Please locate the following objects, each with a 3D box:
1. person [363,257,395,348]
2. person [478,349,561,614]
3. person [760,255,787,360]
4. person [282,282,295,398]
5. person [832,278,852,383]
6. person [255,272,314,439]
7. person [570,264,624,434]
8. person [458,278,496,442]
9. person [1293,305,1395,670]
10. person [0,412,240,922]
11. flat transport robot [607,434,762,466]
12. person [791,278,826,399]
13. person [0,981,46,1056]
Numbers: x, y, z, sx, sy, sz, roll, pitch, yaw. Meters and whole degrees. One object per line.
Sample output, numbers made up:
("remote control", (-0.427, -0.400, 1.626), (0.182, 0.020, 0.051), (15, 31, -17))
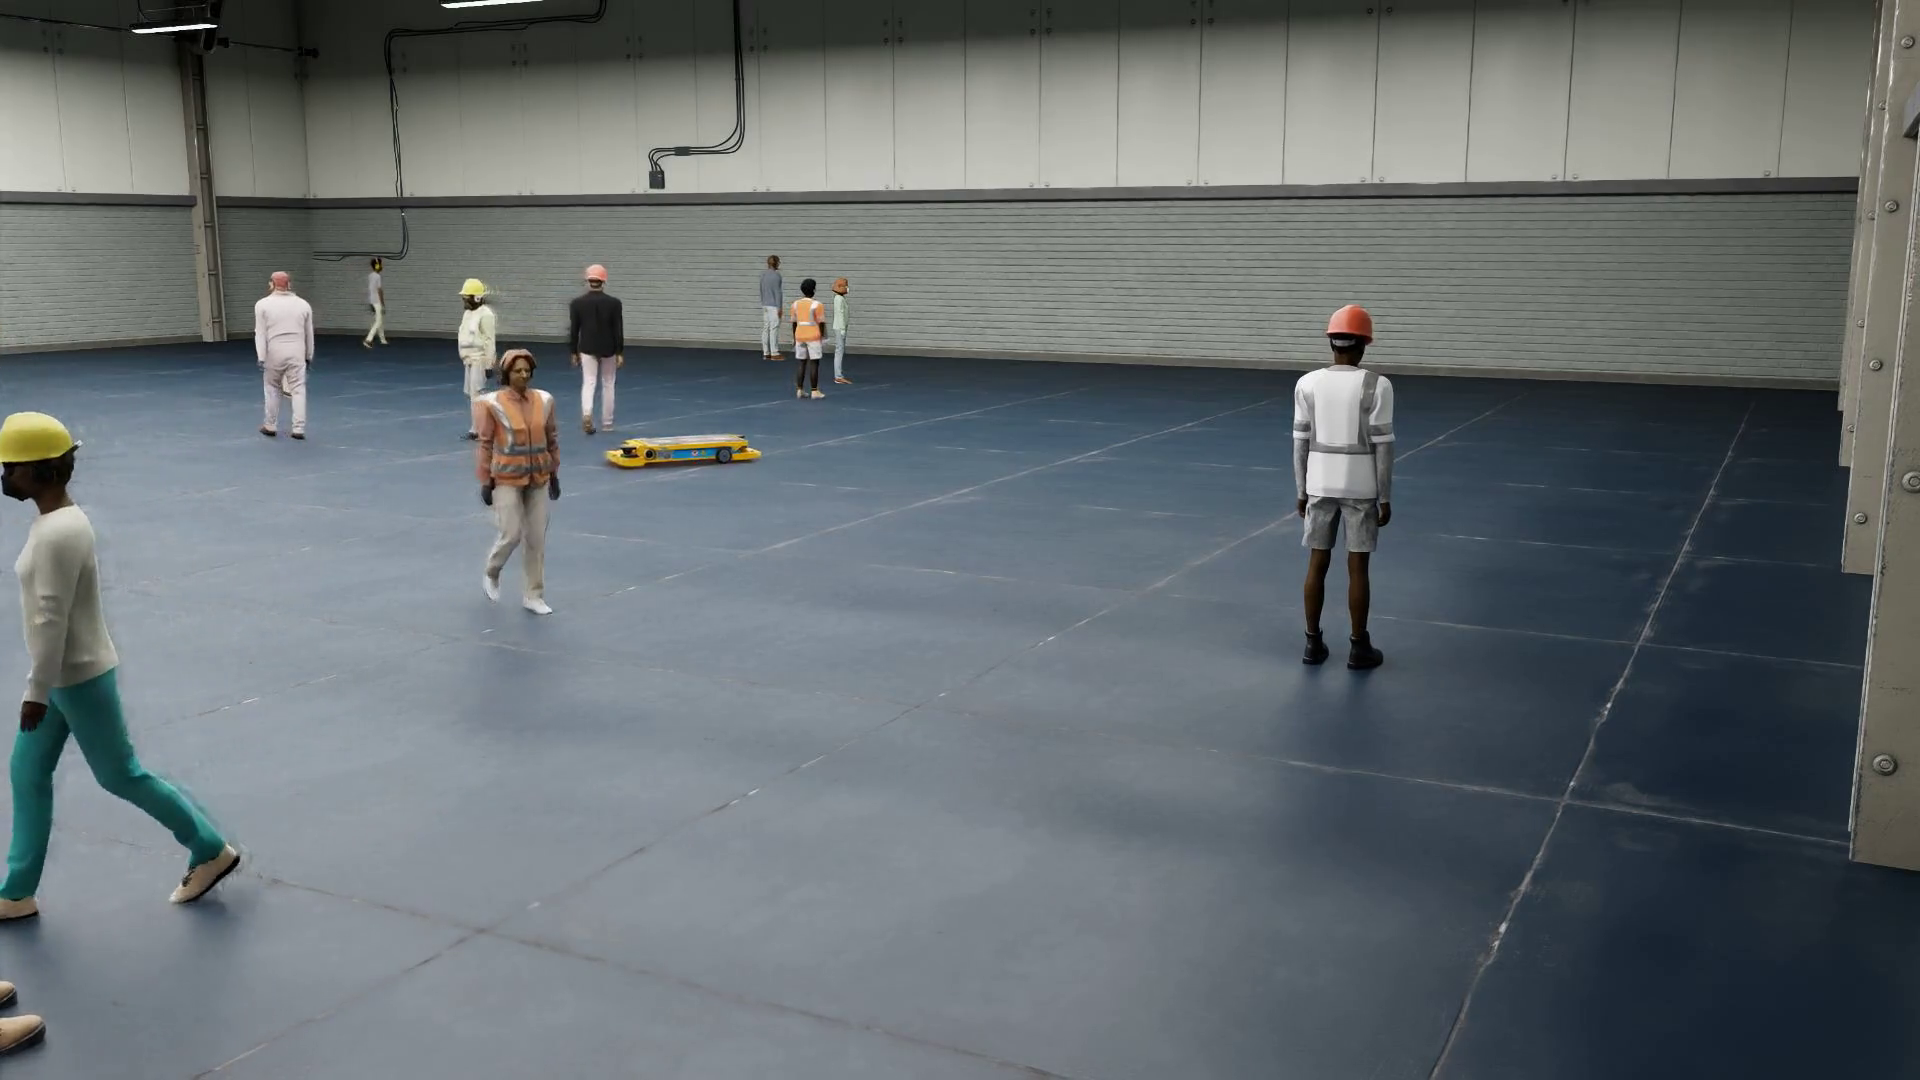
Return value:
("person", (-11.928, -4.830, 33.989), (0.603, 1.895, 0.561), (-8, 13, -38))
("person", (-2.695, -0.356, 10.130), (0.517, 1.626, 0.430), (-10, 14, -44))
("person", (-3.462, -4.277, 30.649), (0.374, 1.939, 0.629), (-7, 13, -35))
("person", (-9.537, -2.842, 23.655), (0.284, 1.633, 0.497), (-6, 12, -30))
("person", (-1.844, -3.261, 25.940), (0.284, 1.633, 0.500), (-1, 10, -7))
("person", (-7.713, -2.096, 18.916), (0.683, 1.871, 0.880), (-9, 13, -39))
("person", (-4.196, -2.193, 19.210), (0.622, 1.970, 0.859), (-1, 10, -3))
("person", (-5.363, -2.019, 18.651), (0.590, 1.819, 0.606), (-7, 13, -34))
("person", (2.041, -0.276, 8.845), (0.543, 1.933, 0.364), (6, 12, 30))
("person", (-2.933, 0.427, 5.566), (0.870, 1.729, 0.535), (-7, 12, -32))
("flat transport robot", (-2.802, -0.923, 16.904), (1.431, 0.197, 0.652), (-5, 11, -25))
("person", (-2.122, -2.823, 23.375), (0.541, 1.695, 0.317), (7, 12, 32))
("person", (-2.889, 0.437, 4.653), (0.381, 2.045, 0.605), (-8, 13, -38))
